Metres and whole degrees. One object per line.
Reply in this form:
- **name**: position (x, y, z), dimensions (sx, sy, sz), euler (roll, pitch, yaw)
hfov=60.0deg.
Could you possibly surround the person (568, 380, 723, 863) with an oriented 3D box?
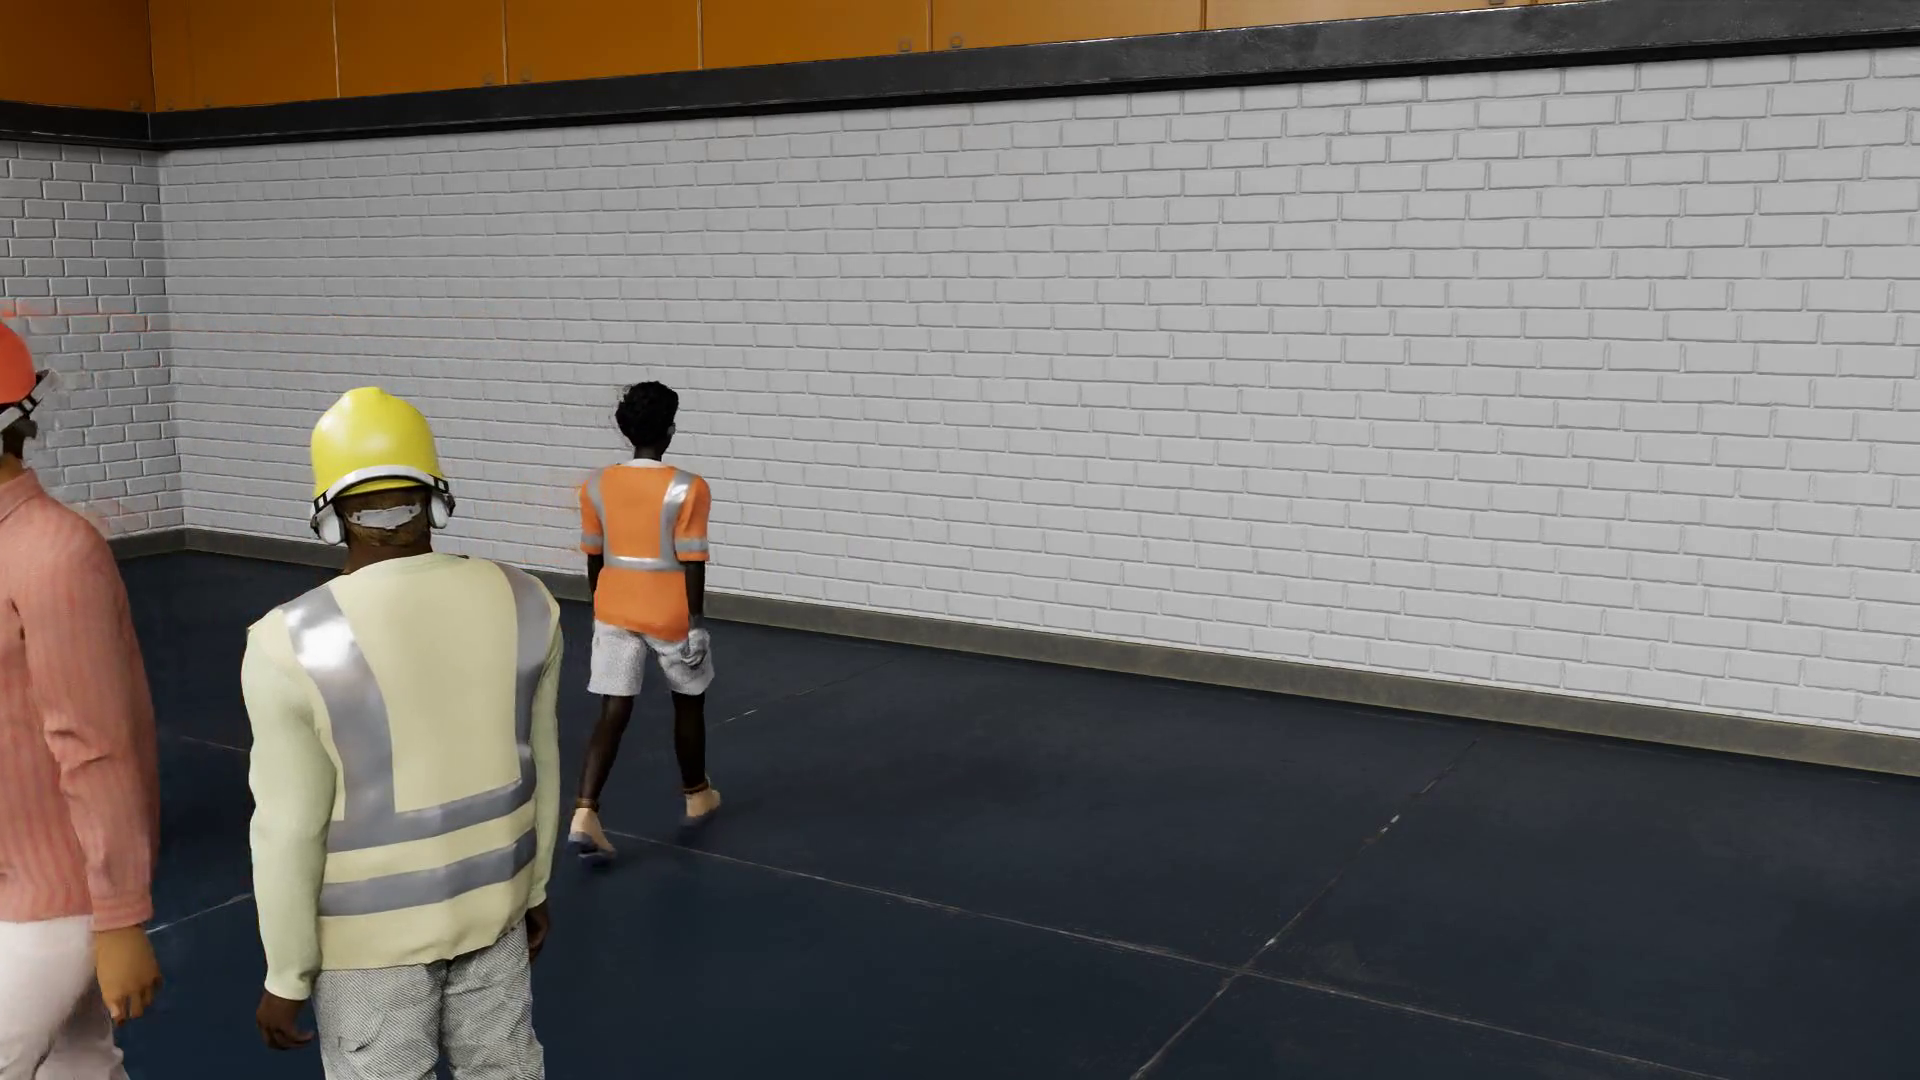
- **person**: position (-1.124, 0.272, 5.822), dimensions (0.532, 1.659, 0.878), euler (3, 10, 18)

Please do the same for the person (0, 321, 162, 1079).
- **person**: position (-1.636, 0.591, 2.829), dimensions (0.576, 1.971, 0.663), euler (-8, 12, -41)

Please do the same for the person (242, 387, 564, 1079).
- **person**: position (-0.967, 0.650, 2.928), dimensions (0.404, 1.829, 0.592), euler (8, 12, 39)
